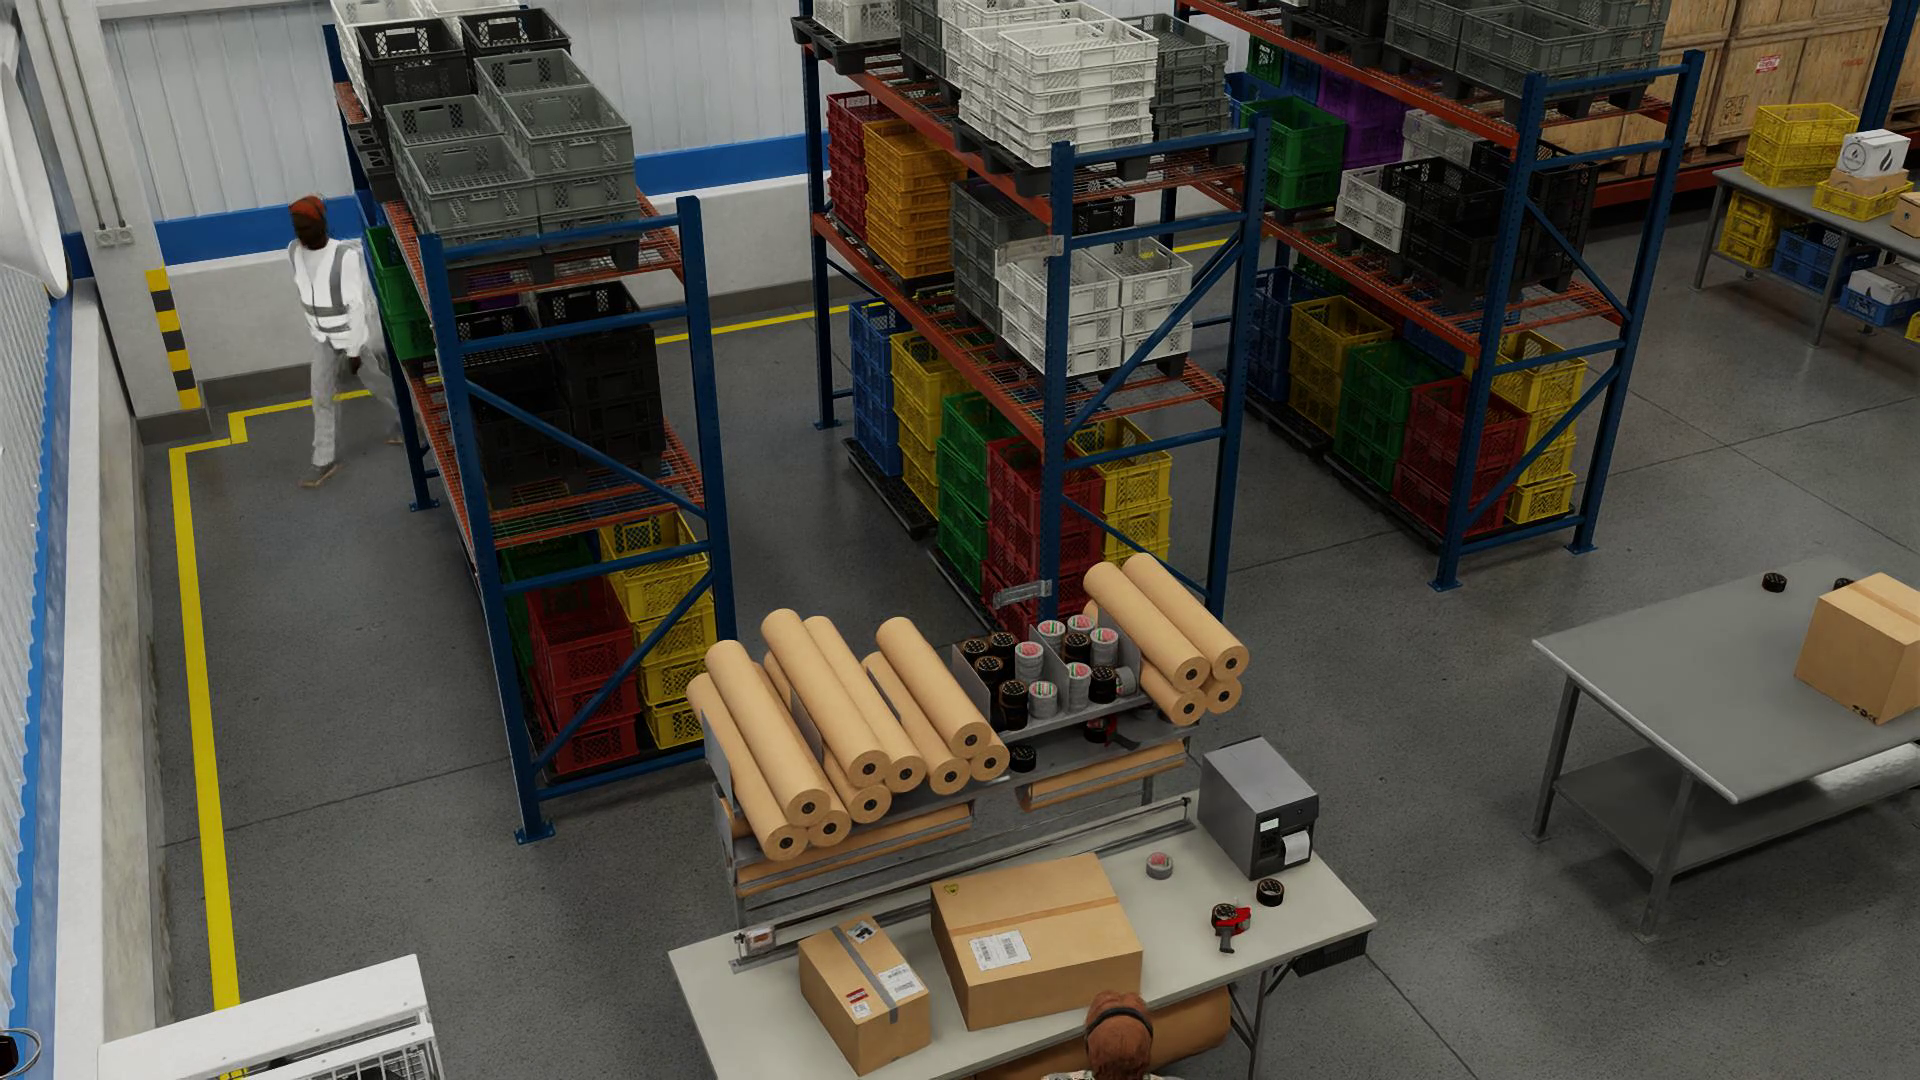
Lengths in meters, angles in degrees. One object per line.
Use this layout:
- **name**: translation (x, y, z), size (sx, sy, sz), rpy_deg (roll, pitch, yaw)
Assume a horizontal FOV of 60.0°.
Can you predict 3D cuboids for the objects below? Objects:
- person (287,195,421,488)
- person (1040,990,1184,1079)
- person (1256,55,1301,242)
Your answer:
- **person**: translation (-3.952, -1.336, 10.643), size (0.573, 1.842, 0.968), rpy_deg (12, 34, 19)
- **person**: translation (0.466, 2.083, 5.272), size (0.521, 1.633, 0.312), rpy_deg (2, 32, 3)
- **person**: translation (2.761, -3.421, 13.944), size (0.686, 1.918, 0.403), rpy_deg (-10, 33, -15)
